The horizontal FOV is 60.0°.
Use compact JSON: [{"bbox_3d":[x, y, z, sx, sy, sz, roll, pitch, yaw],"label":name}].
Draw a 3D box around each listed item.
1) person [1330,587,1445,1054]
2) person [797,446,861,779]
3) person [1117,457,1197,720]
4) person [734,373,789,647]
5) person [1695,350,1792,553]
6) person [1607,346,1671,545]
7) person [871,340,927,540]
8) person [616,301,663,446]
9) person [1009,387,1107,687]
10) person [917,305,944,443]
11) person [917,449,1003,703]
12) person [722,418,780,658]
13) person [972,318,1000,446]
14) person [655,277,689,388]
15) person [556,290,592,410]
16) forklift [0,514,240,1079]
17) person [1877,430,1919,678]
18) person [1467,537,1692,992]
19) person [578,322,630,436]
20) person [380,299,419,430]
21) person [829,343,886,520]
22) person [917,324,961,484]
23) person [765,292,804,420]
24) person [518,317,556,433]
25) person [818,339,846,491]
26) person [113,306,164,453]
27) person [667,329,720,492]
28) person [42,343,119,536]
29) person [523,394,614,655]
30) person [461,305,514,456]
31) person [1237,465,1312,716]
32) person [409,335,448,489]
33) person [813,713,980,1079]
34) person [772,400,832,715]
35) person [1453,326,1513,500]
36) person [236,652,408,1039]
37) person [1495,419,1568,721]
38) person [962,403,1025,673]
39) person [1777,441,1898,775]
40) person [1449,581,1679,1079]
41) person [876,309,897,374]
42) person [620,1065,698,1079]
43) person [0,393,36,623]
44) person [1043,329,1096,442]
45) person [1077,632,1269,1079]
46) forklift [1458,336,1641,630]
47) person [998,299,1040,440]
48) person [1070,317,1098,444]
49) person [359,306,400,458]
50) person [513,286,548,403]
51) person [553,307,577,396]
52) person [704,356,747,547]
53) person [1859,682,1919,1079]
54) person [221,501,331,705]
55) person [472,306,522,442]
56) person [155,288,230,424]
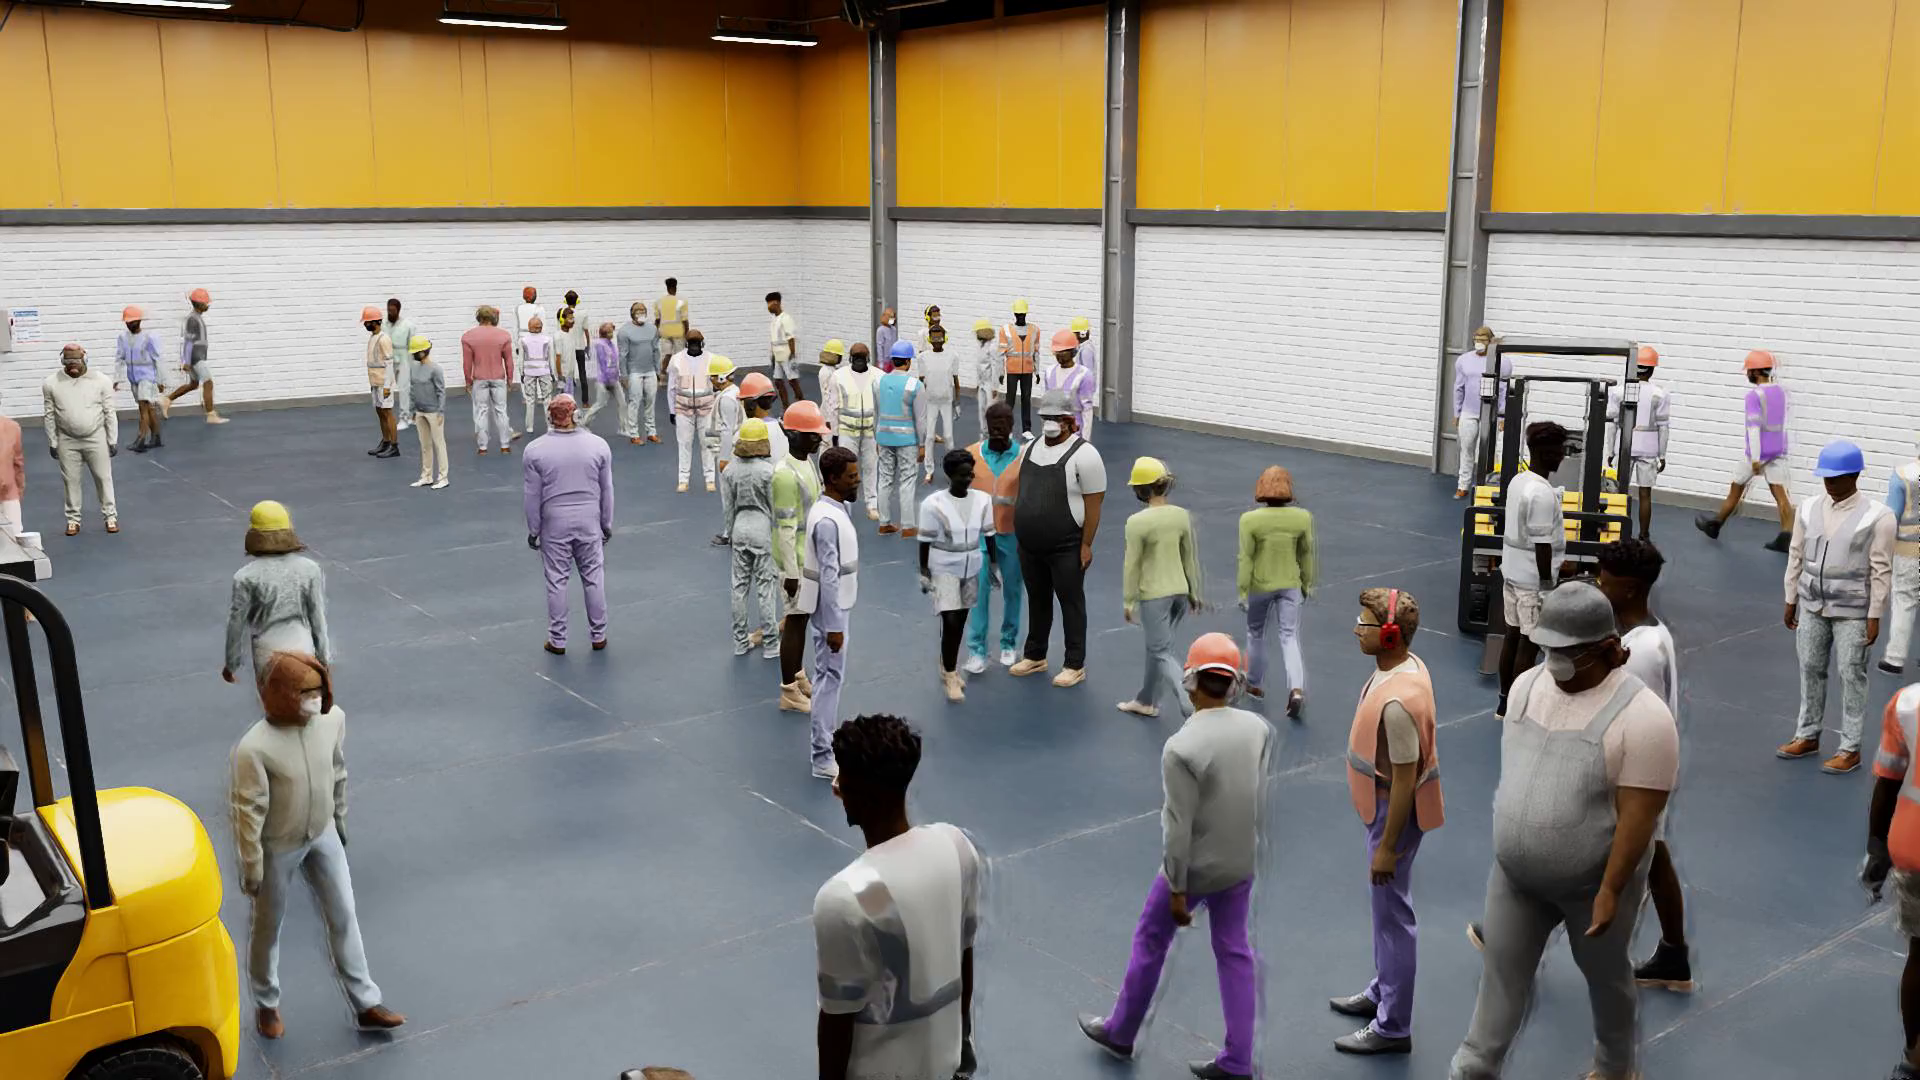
[{"bbox_3d":[1.673,1.088,6.450,0.396,1.847,0.564,3,12,13],"label":"person"},{"bbox_3d":[-0.743,0.409,9.557,0.379,1.917,0.591,0,12,-2],"label":"person"},{"bbox_3d":[1.298,0.350,10.328,0.563,1.721,0.852,-10,15,-39],"label":"person"},{"bbox_3d":[-1.470,-0.229,12.391,0.438,2.030,0.621,7,14,30],"label":"person"},{"bbox_3d":[7.551,-0.863,15.793,0.559,1.867,1.043,-5,13,-24],"label":"person"},{"bbox_3d":[6.329,-0.823,15.545,0.549,1.903,0.358,7,14,32],"label":"person"},{"bbox_3d":[-0.582,-0.972,16.194,0.601,1.939,0.410,6,13,28],"label":"person"},{"bbox_3d":[-4.282,-2.225,22.269,0.382,1.928,0.635,11,16,43],"label":"person"},{"bbox_3d":[0.616,-0.025,11.357,0.689,2.000,0.539,11,16,42],"label":"person"},{"bbox_3d":[-0.370,-2.214,22.347,0.334,1.870,0.517,9,14,36],"label":"person"},{"bbox_3d":[0.019,0.228,11.011,0.552,1.668,0.683,-7,14,-31],"label":"person"},{"bbox_3d":[-1.474,-0.017,12.038,0.483,1.745,0.299,6,13,26],"label":"person"},{"bbox_3d":[0.349,-2.048,21.862,0.326,1.741,0.491,-5,13,-23],"label":"person"},{"bbox_3d":[-4.949,-3.541,28.568,0.638,1.940,0.569,2,12,8],"label":"person"},{"bbox_3d":[-6.009,-2.955,25.923,0.511,1.872,0.328,-3,12,-13],"label":"person"},{"bbox_3d":[-3.687,1.115,5.480,2.313,2.155,1.214,-9,15,-36],"label":"forklift"},{"bbox_3d":[6.648,0.054,11.490,0.624,1.830,0.405,0,12,1],"label":"person"},{"bbox_3d":[2.677,0.933,6.992,0.963,1.918,0.637,6,13,25],"label":"person"},{"bbox_3d":[-4.920,-2.206,22.972,0.741,1.620,0.528,3,12,16],"label":"person"},{"bbox_3d":[-8.006,-2.536,23.918,0.608,1.879,0.707,6,13,26],"label":"person"},{"bbox_3d":[-1.025,-1.111,17.100,0.624,1.838,0.430,-2,12,-11],"label":"person"},{"bbox_3d":[-0.244,-1.571,19.274,0.512,1.861,0.325,0,12,-1],"label":"person"},{"bbox_3d":[-2.540,-2.706,24.604,0.525,1.924,0.690,-7,13,-30],"label":"person"},{"bbox_3d":[-5.955,-2.318,23.438,0.513,1.630,0.318,-2,12,-8],"label":"person"},{"bbox_3d":[-1.422,-1.377,18.629,0.308,1.736,0.484,1,12,7],"label":"person"},{"bbox_3d":[-10.751,-2.084,21.661,0.571,1.896,0.934,3,12,14],"label":"person"},{"bbox_3d":[-2.979,-1.455,18.745,0.627,1.844,0.429,-1,12,-6],"label":"person"},{"bbox_3d":[-8.630,-0.986,16.358,0.641,1.899,0.394,-4,12,-20],"label":"person"},{"bbox_3d":[-2.848,-0.114,12.122,0.650,1.904,0.404,-5,13,-24],"label":"person"},{"bbox_3d":[-6.043,-2.044,21.353,0.635,1.939,0.364,-4,12,-17],"label":"person"},{"bbox_3d":[2.047,0.315,10.765,0.514,1.601,0.764,-2,12,-8],"label":"person"},{"bbox_3d":[-6.075,-1.454,18.948,0.526,1.758,0.340,8,14,33],"label":"person"},{"bbox_3d":[-0.133,1.428,4.551,0.526,1.954,0.609,8,14,33],"label":"person"},{"bbox_3d":[-1.006,0.112,10.724,0.397,2.035,0.601,1,12,6],"label":"person"},{"bbox_3d":[5.675,-1.368,18.128,0.625,1.931,0.380,9,15,36],"label":"person"},{"bbox_3d":[-2.561,1.209,6.511,0.696,1.591,0.527,7,14,32],"label":"person"},{"bbox_3d":[3.556,0.227,10.319,0.367,1.966,0.605,0,12,1],"label":"person"},{"bbox_3d":[0.265,0.005,11.569,0.612,1.887,0.817,2,12,10],"label":"person"},{"bbox_3d":[5.072,0.382,9.666,0.422,1.934,0.615,-7,14,-30],"label":"person"},{"bbox_3d":[2.131,1.104,5.902,0.890,2.000,0.686,-8,14,-35],"label":"person"},{"bbox_3d":[-1.094,-2.685,25.189,0.283,1.633,0.498,6,13,28],"label":"person"},{"bbox_3d":[-0.525,1.800,3.024,0.345,1.844,0.504,-8,14,-33],"label":"person"},{"bbox_3d":[-7.684,-0.344,13.106,0.912,1.963,0.612,10,15,41],"label":"person"},{"bbox_3d":[1.035,-1.054,16.346,0.610,2.034,0.396,11,16,43],"label":"person"},{"bbox_3d":[0.863,1.185,6.322,0.558,1.700,0.818,-9,15,-38],"label":"person"},{"bbox_3d":[4.683,-0.471,13.136,1.214,2.155,2.313,4,12,20],"label":"forklift"},{"bbox_3d":[0.820,-2.324,22.733,0.594,1.926,0.366,-3,12,-14],"label":"person"},{"bbox_3d":[1.517,-1.884,20.859,0.403,1.825,0.586,0,12,-1],"label":"person"},{"bbox_3d":[-7.413,-2.010,21.206,0.369,1.930,0.551,-9,15,-37],"label":"person"},{"bbox_3d":[-6.892,-3.136,26.760,0.584,1.883,0.337,2,12,12],"label":"person"},{"bbox_3d":[-5.192,-2.134,21.963,0.309,1.868,0.535,1,12,6],"label":"person"},{"bbox_3d":[-2.224,-0.847,15.868,0.403,1.821,0.602,-1,12,-3],"label":"person"},{"bbox_3d":[3.470,1.158,5.912,0.737,1.936,0.622,-6,13,-27],"label":"person"},{"bbox_3d":[-3.728,0.633,9.009,0.877,1.703,0.493,8,14,34],"label":"person"},{"bbox_3d":[-6.328,-2.229,22.477,0.938,1.830,0.619,8,14,33],"label":"person"},{"bbox_3d":[-11.245,-2.656,24.193,0.912,2.006,0.617,-5,13,-21],"label":"person"}]
